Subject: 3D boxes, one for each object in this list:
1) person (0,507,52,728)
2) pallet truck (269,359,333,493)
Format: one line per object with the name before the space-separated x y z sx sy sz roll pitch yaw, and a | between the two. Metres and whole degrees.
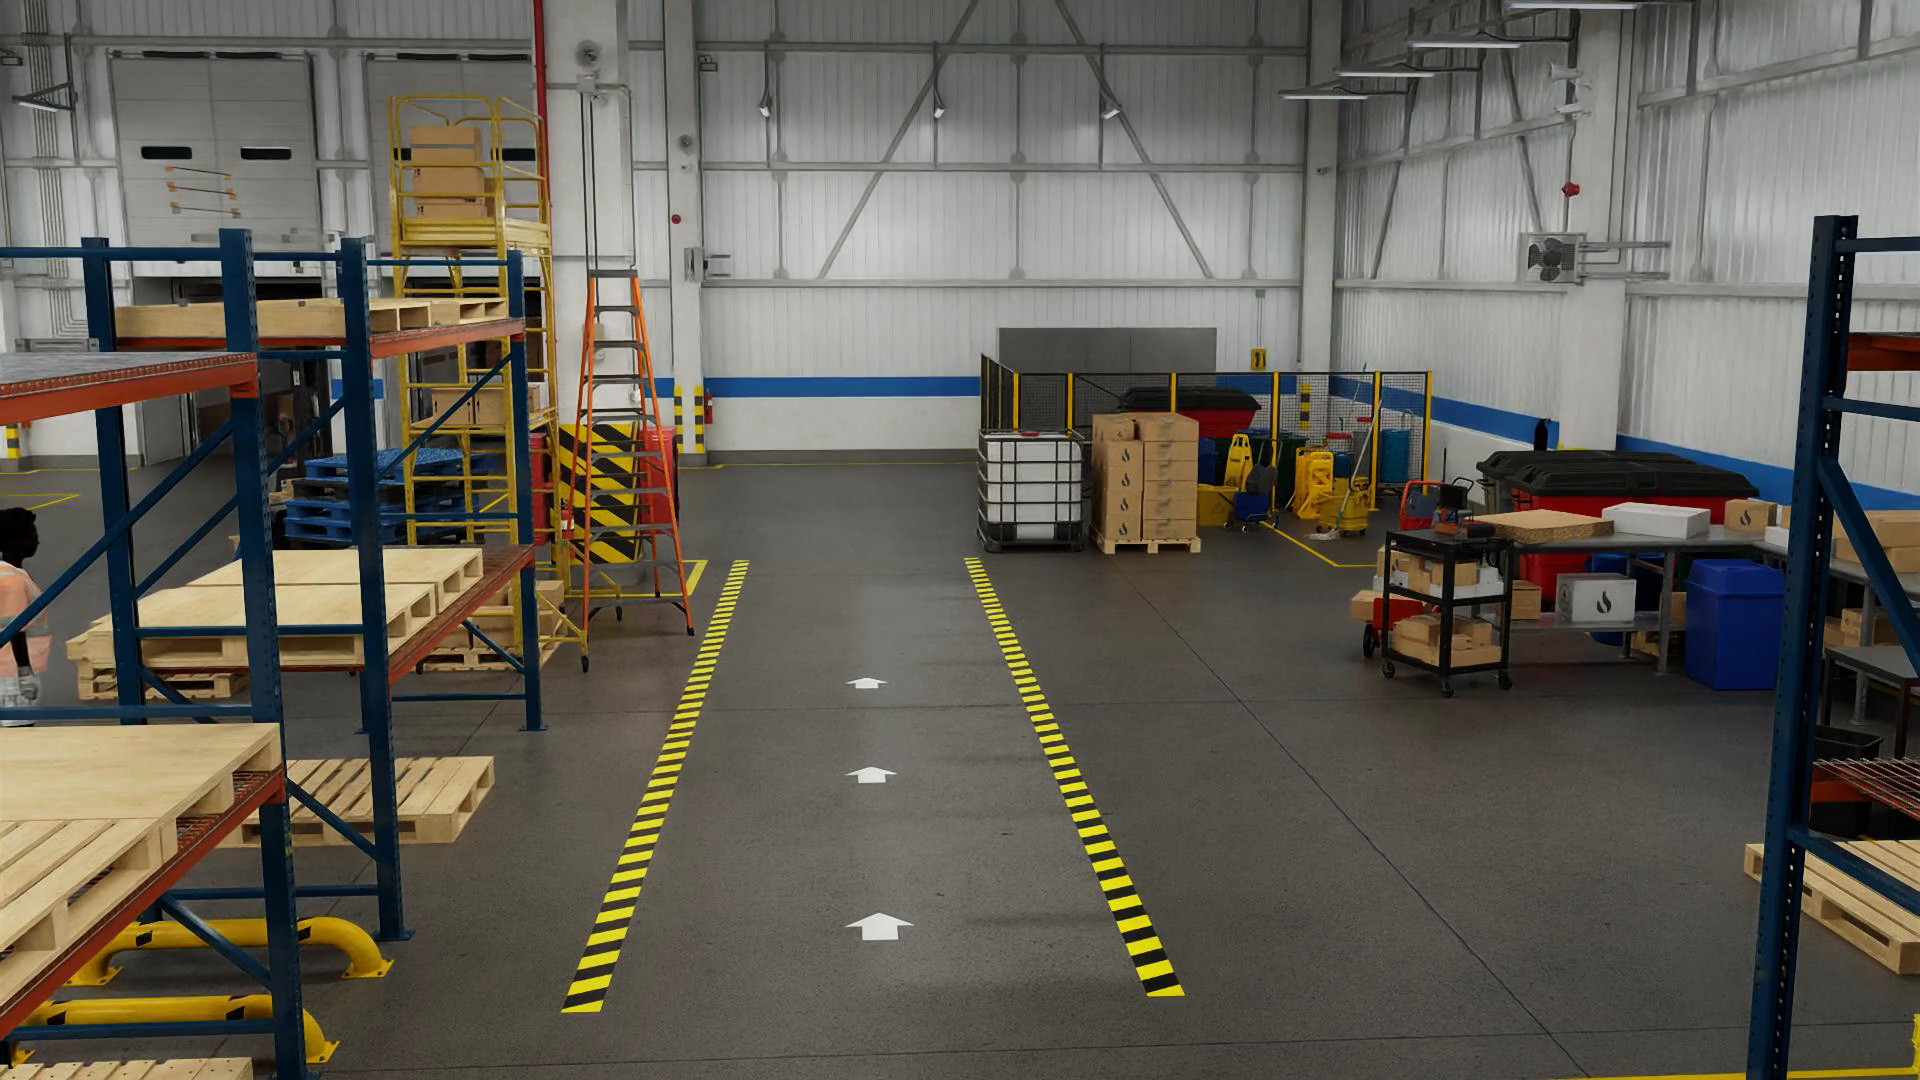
person | -4.901 0.669 8.667 0.321 1.689 0.529 -5 10 -28
pallet truck | -7.062 -1.131 18.996 1.885 1.965 0.823 2 9 13
